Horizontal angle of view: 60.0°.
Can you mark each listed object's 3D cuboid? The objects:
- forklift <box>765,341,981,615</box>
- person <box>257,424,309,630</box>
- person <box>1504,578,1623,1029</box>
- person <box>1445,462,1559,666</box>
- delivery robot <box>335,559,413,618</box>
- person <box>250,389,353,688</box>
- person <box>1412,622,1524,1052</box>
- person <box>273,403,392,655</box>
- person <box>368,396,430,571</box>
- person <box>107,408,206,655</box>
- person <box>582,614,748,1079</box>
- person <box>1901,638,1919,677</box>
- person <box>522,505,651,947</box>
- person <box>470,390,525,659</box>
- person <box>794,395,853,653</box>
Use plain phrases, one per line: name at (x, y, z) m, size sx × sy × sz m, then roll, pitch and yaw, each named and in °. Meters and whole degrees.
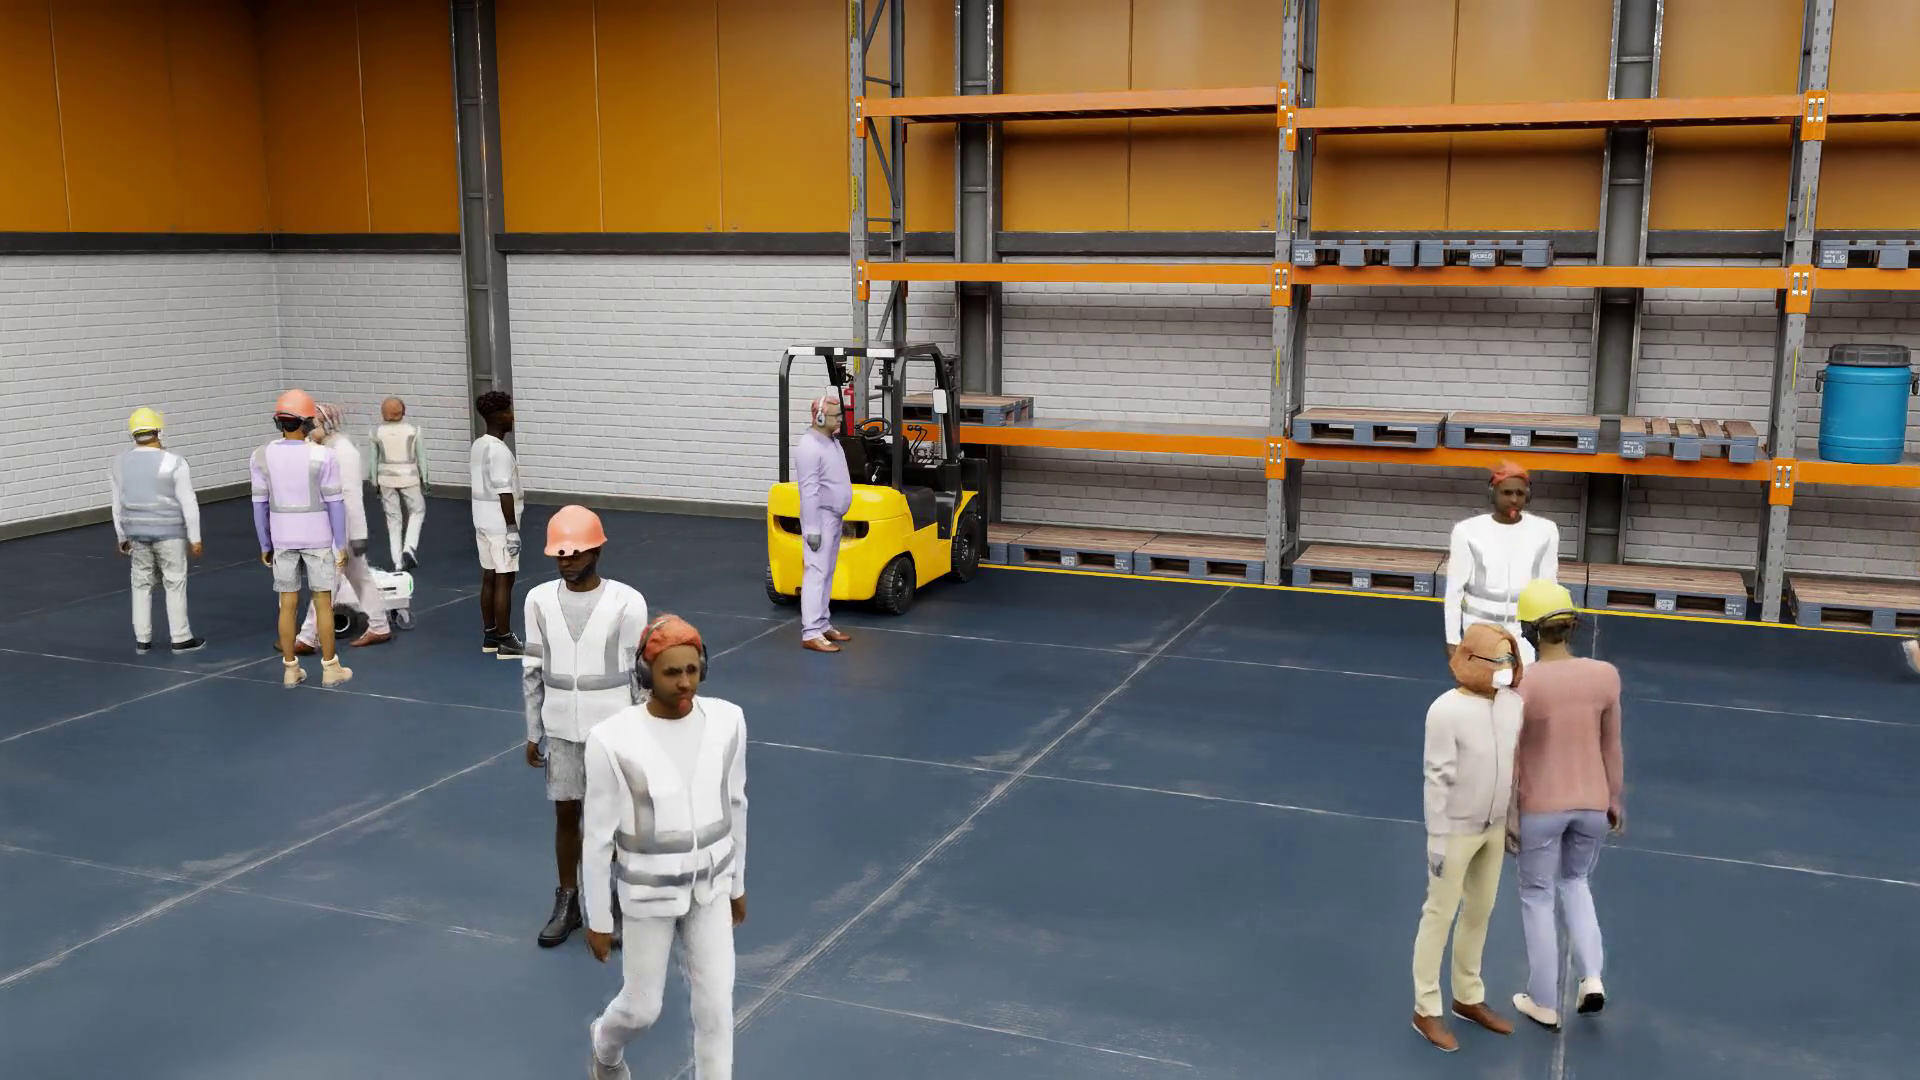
forklift at (-0.739, -0.602, 14.246) m, size 1.214 × 2.155 × 2.313 m, roll 4°, pitch 11°, yaw 21°
person at (-5.110, -0.174, 12.869) m, size 0.591 × 1.833 × 0.403 m, roll -3°, pitch 11°, yaw -15°
person at (2.298, 1.017, 6.466) m, size 0.535 × 1.742 × 0.419 m, roll -1°, pitch 10°, yaw -8°
person at (2.912, 0.527, 8.895) m, size 0.612 × 1.852 × 0.853 m, roll 1°, pitch 10°, yaw 7°
delivery robot at (-4.651, 0.396, 12.992) m, size 0.707 × 0.478 × 0.477 m, roll -5°, pitch 12°, yaw -28°
person at (-4.467, -0.002, 11.322) m, size 0.611 × 2.043 × 0.374 m, roll 0°, pitch 10°, yaw -1°
person at (1.940, 1.104, 6.306) m, size 0.505 × 1.633 × 0.272 m, roll -6°, pitch 12°, yaw -31°
person at (-4.676, -0.078, 12.258) m, size 0.924 × 1.849 × 0.686 m, roll -7°, pitch 12°, yaw -34°
person at (-5.162, -0.513, 15.328) m, size 0.537 × 1.625 × 0.378 m, roll -2°, pitch 10°, yaw -9°
person at (-5.904, -0.053, 12.240) m, size 0.635 × 1.818 × 0.418 m, roll 0°, pitch 10°, yaw 2°
person at (-0.982, 1.142, 5.486) m, size 0.584 × 1.862 × 0.822 m, roll -7°, pitch 12°, yaw -35°
person at (6.870, 0.111, 11.338) m, size 0.710 × 1.821 × 0.536 m, roll 3°, pitch 11°, yaw 15°
person at (-1.603, 0.805, 7.127) m, size 0.551 × 1.934 × 0.373 m, roll 1°, pitch 10°, yaw 5°
person at (-3.363, -0.114, 12.159) m, size 0.367 × 1.966 × 0.607 m, roll -7°, pitch 12°, yaw -34°
person at (-1.000, -0.130, 12.424) m, size 0.403 × 1.904 × 0.651 m, roll 2°, pitch 10°, yaw 11°
